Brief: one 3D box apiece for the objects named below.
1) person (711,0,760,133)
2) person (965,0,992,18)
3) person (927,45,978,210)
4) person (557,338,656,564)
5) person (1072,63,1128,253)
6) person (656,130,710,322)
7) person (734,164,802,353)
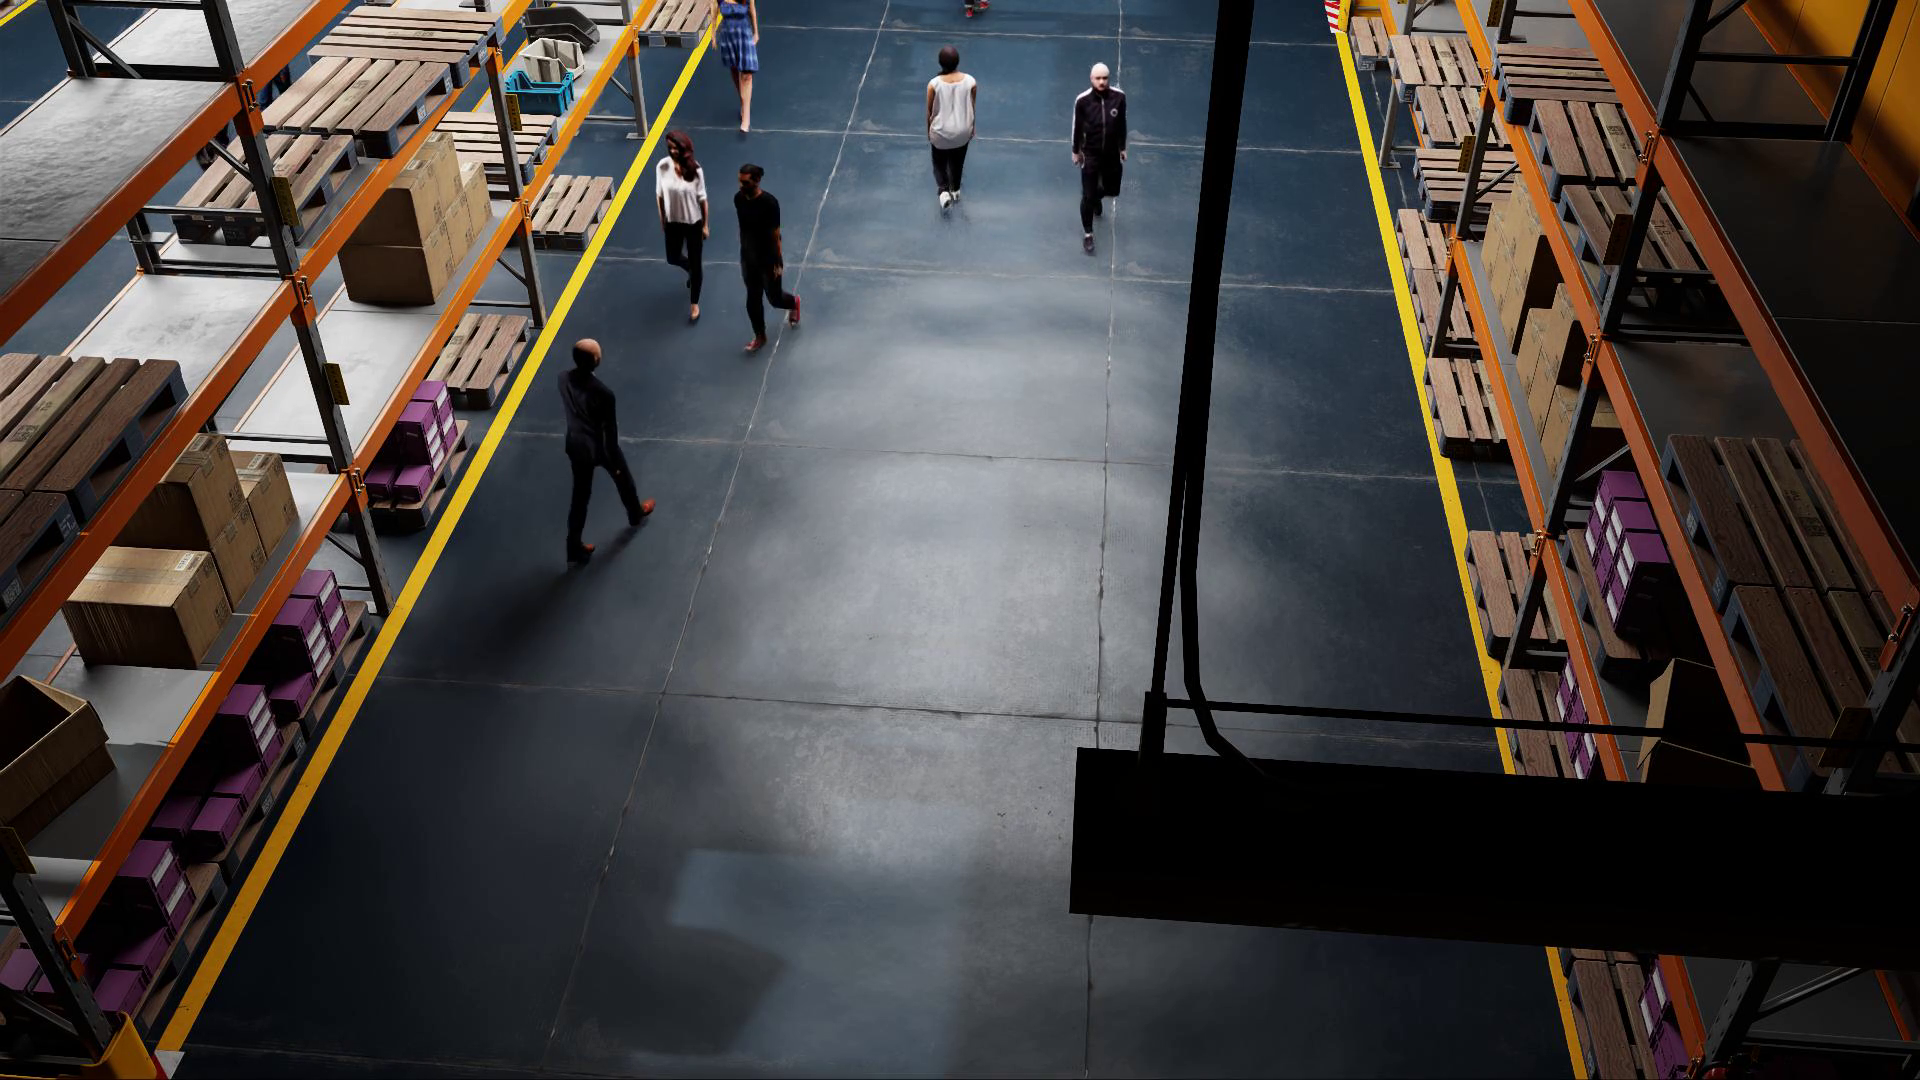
[{"bbox_3d":[-2.427,-5.434,18.216,0.646,1.764,1.048,2,39,3],"label":"person"},{"bbox_3d":[0.156,-7.366,20.654,0.736,1.741,0.807,8,39,10],"label":"person"},{"bbox_3d":[-0.104,-4.101,16.616,0.788,1.678,0.965,-6,39,-8],"label":"person"},{"bbox_3d":[-2.748,-0.627,12.199,0.928,1.762,1.246,16,41,19],"label":"person"},{"bbox_3d":[1.332,-3.753,16.067,0.835,1.818,1.054,-5,39,-7],"label":"person"},{"bbox_3d":[-2.462,-2.880,15.003,0.625,1.783,0.849,4,39,6],"label":"person"},{"bbox_3d":[-1.689,-2.504,14.565,0.837,1.742,1.006,19,42,22],"label":"person"}]
